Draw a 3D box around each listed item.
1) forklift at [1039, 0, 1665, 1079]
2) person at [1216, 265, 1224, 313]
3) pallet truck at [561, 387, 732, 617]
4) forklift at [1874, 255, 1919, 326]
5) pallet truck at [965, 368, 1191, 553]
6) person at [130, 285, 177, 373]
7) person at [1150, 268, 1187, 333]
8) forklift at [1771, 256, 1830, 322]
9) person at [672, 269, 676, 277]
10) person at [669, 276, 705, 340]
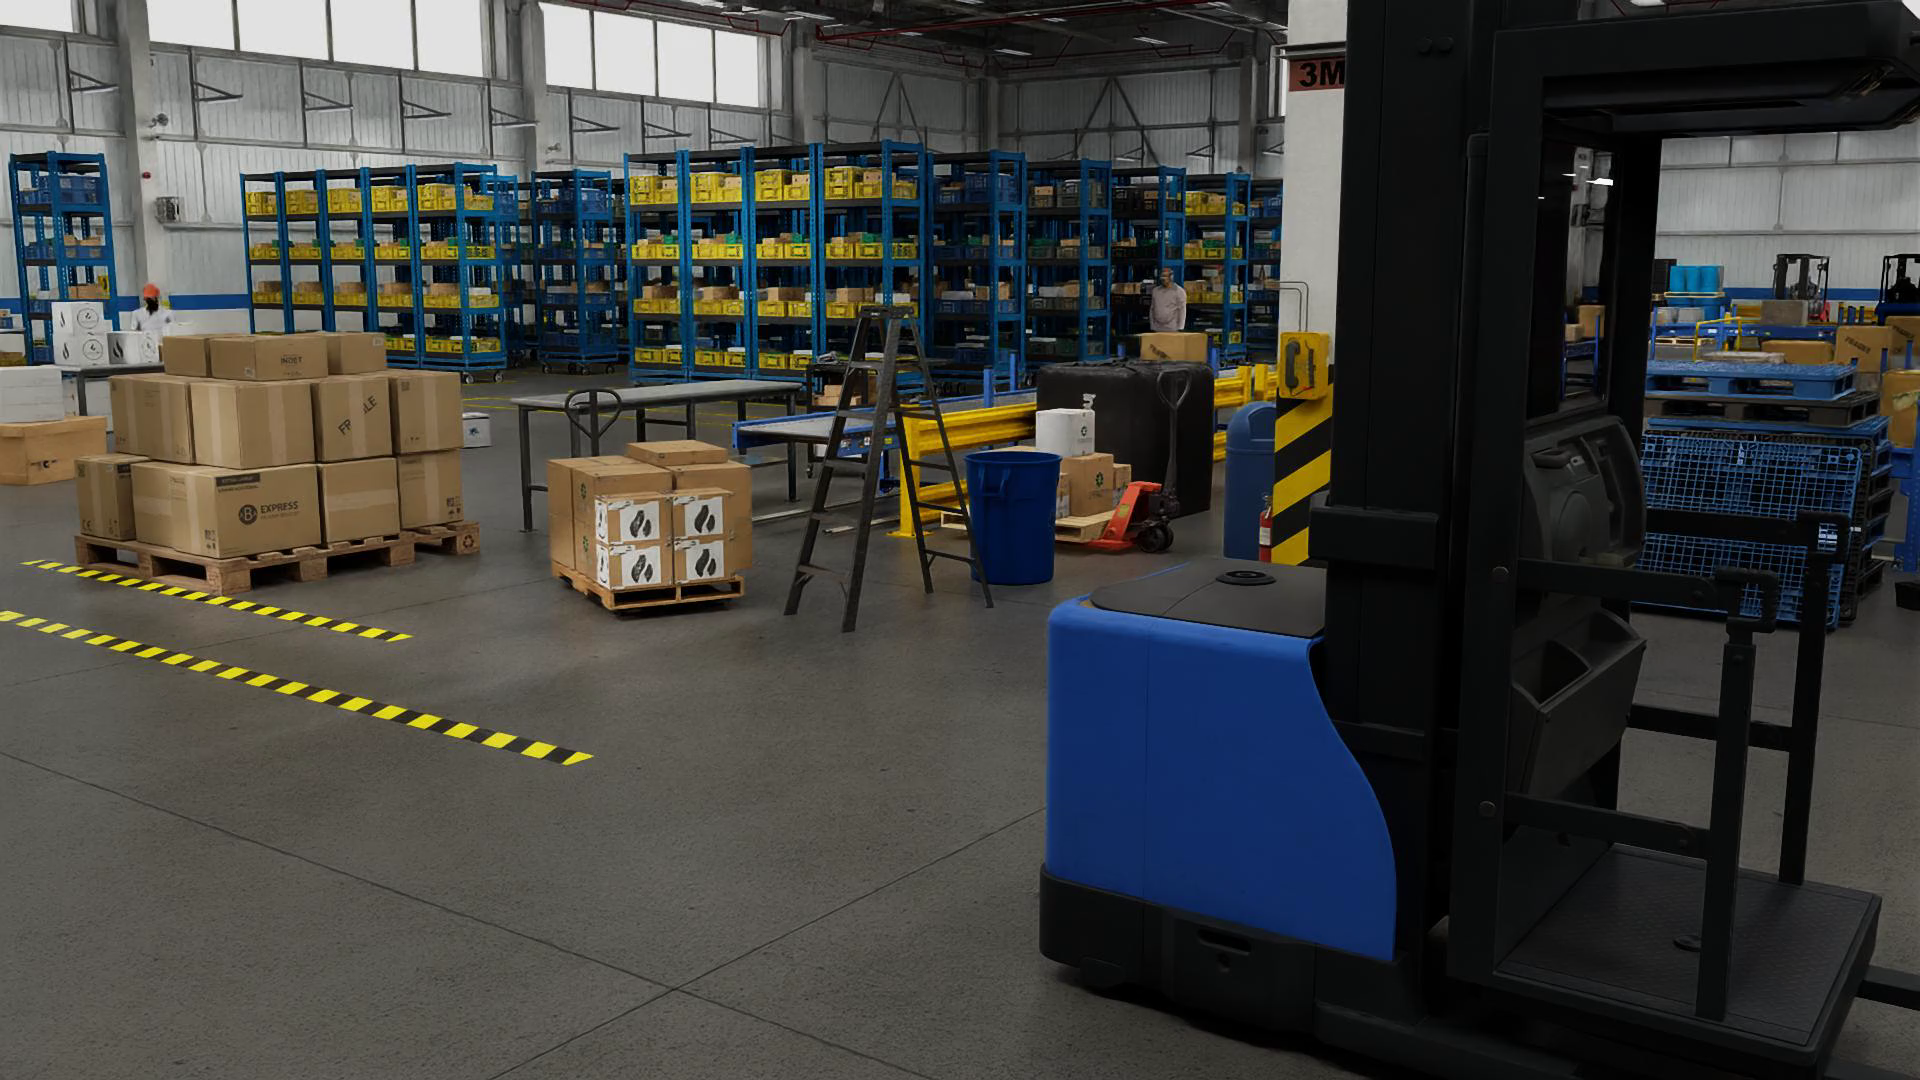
[{"bbox_3d":[1.249,-0.137,4.360,1.873,2.768,1.129,7,12,35],"label":"forklift"},{"bbox_3d":[7.555,-7.030,48.225,0.632,1.939,1.016,-7,12,-34],"label":"person"},{"bbox_3d":[-1.981,-0.274,10.088,0.680,1.201,1.601,-5,11,-28],"label":"pallet truck"},{"bbox_3d":[22.089,-5.634,38.796,1.157,1.987,2.680,6,11,33],"label":"forklift"},{"bbox_3d":[0.845,-0.609,11.869,1.630,1.274,0.653,7,12,35],"label":"pallet truck"},{"bbox_3d":[-10.619,-2.495,21.898,0.567,1.702,0.906,0,10,-2],"label":"person"},{"bbox_3d":[3.376,-3.491,27.228,0.643,1.908,0.399,7,12,36],"label":"person"},{"bbox_3d":[20.253,-5.854,40.139,1.157,1.987,2.680,7,12,35],"label":"forklift"},{"bbox_3d":[-7.396,-6.069,42.837,0.627,1.819,0.425,5,11,25],"label":"person"},{"bbox_3d":[-4.790,-3.727,28.969,0.598,1.791,0.972,3,10,15],"label":"person"}]
